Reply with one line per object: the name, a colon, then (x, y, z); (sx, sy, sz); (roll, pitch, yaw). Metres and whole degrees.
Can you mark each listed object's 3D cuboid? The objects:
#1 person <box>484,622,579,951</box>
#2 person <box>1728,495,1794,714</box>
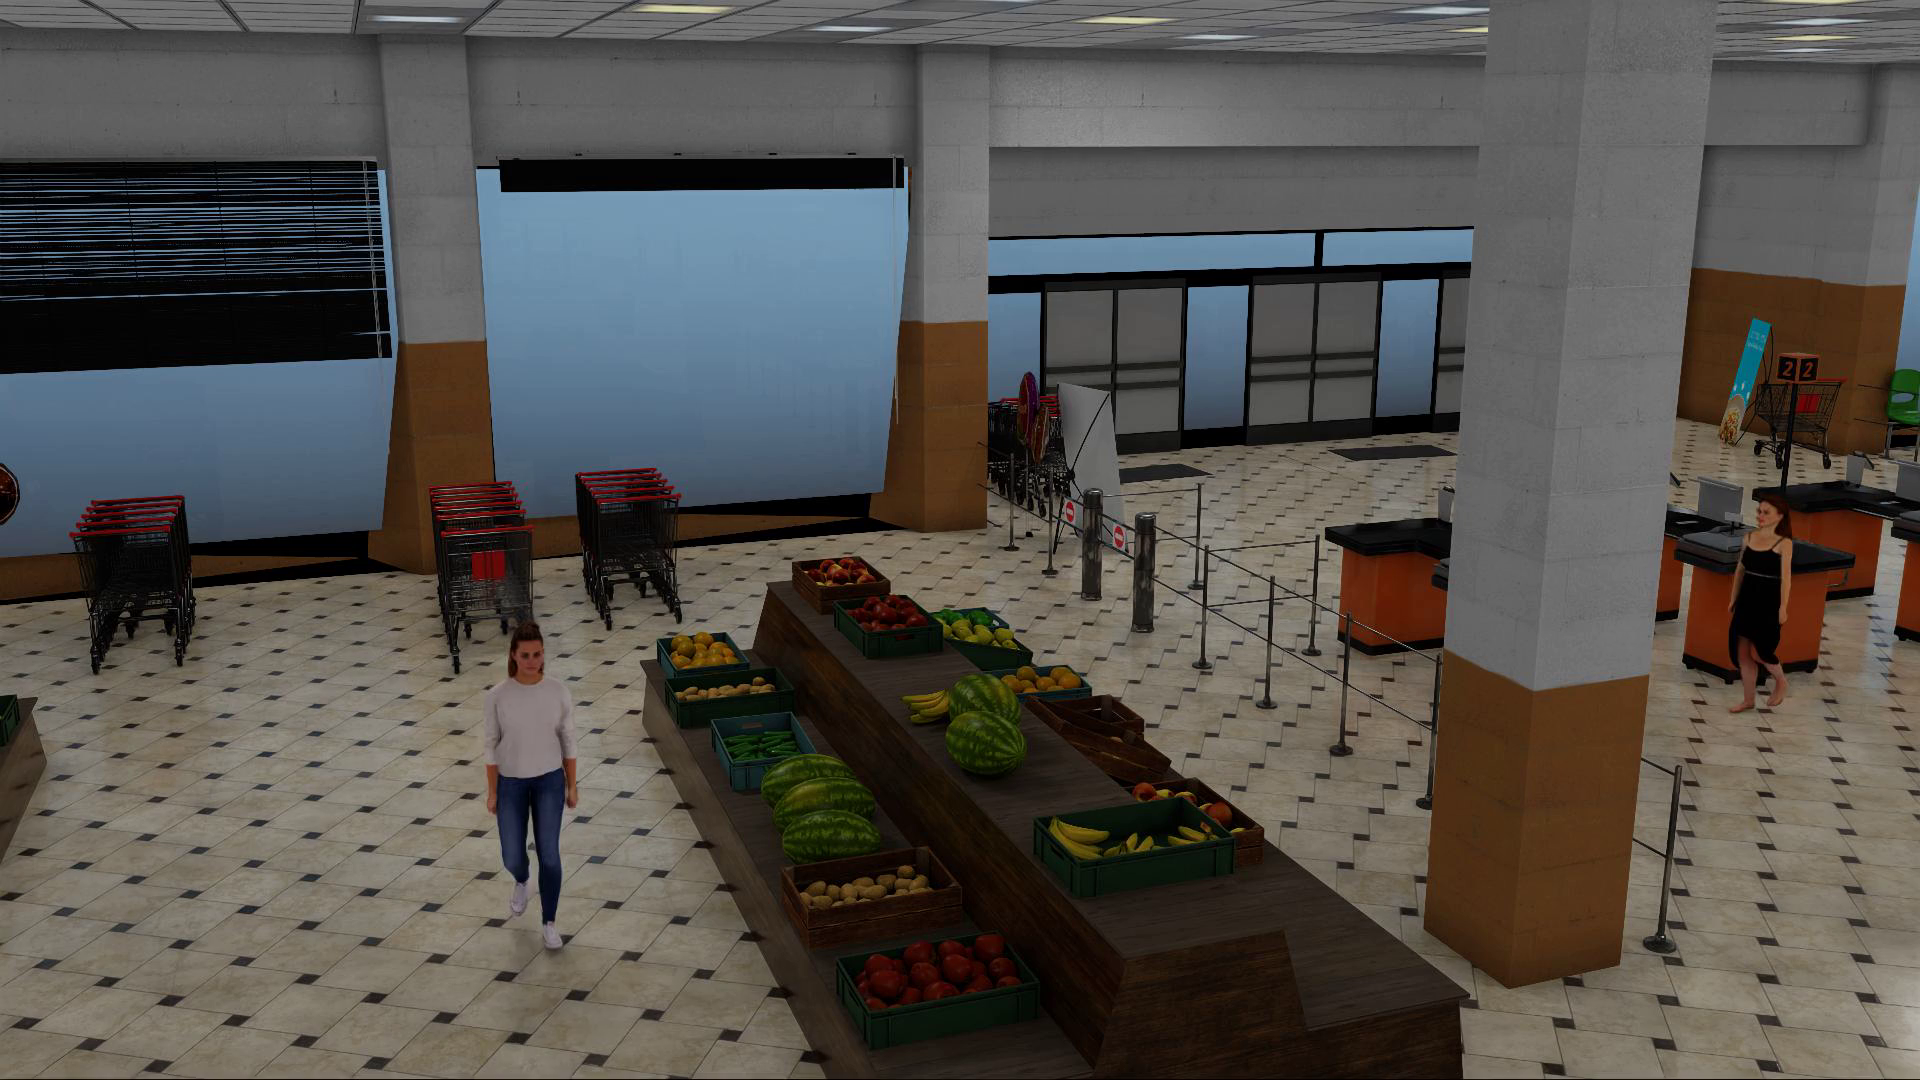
person: (-2.225, 1.255, 8.597); (0.629, 1.707, 0.754); (-4, 14, -17)
person: (5.865, 0.465, 12.051); (0.637, 1.615, 0.649); (-6, 15, -23)
